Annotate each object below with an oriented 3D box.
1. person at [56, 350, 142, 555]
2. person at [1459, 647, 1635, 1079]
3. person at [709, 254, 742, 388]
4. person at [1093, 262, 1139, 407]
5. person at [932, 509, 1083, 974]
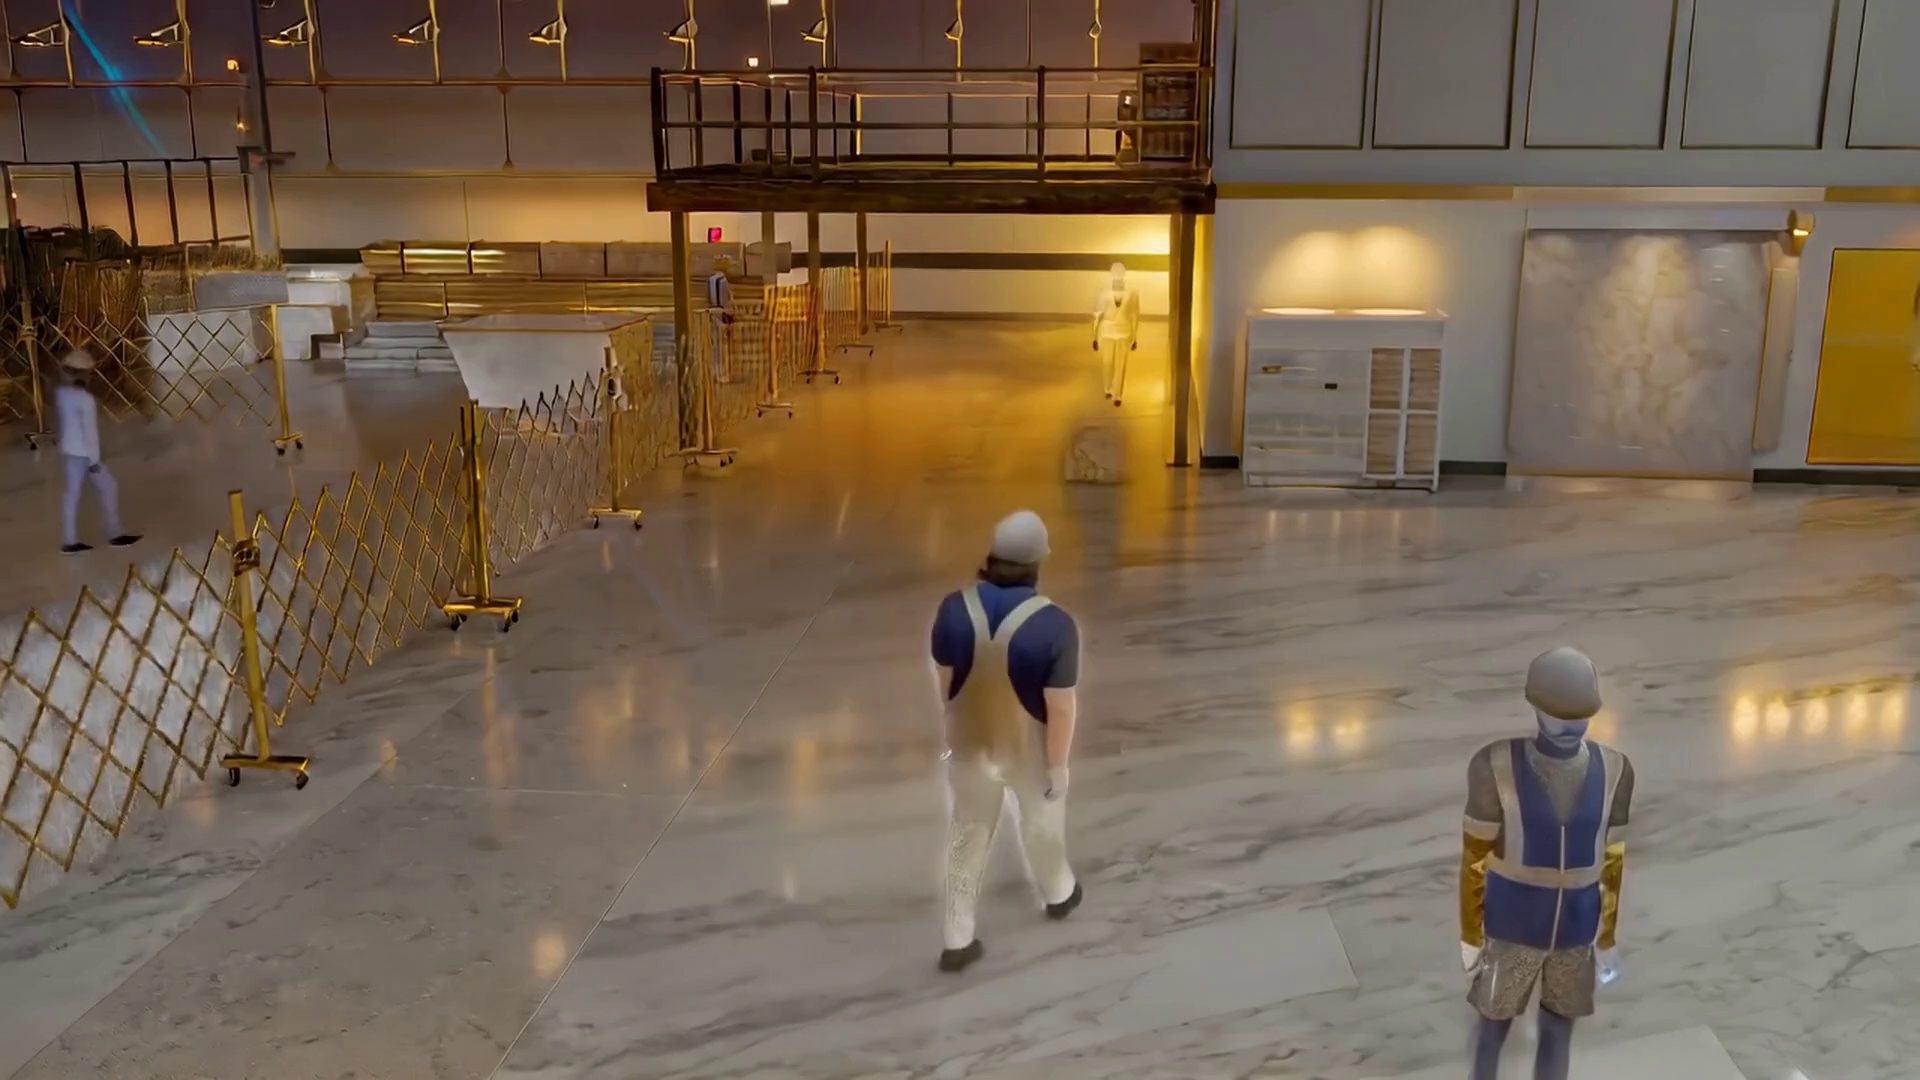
[{"bbox_3d":[-7.463,-0.763,14.289,0.537,1.741,0.746,7,15,25],"label":"person"},{"bbox_3d":[1.930,1.281,5.519,0.545,1.938,0.362,0,14,0],"label":"person"},{"bbox_3d":[-3.348,-3.099,23.538,0.355,1.882,0.575,-8,16,-29],"label":"person"},{"bbox_3d":[2.056,-2.734,22.024,0.591,1.902,0.693,0,14,2],"label":"person"},{"bbox_3d":[0.215,0.812,7.221,0.693,2.000,1.022,6,15,25],"label":"person"}]
